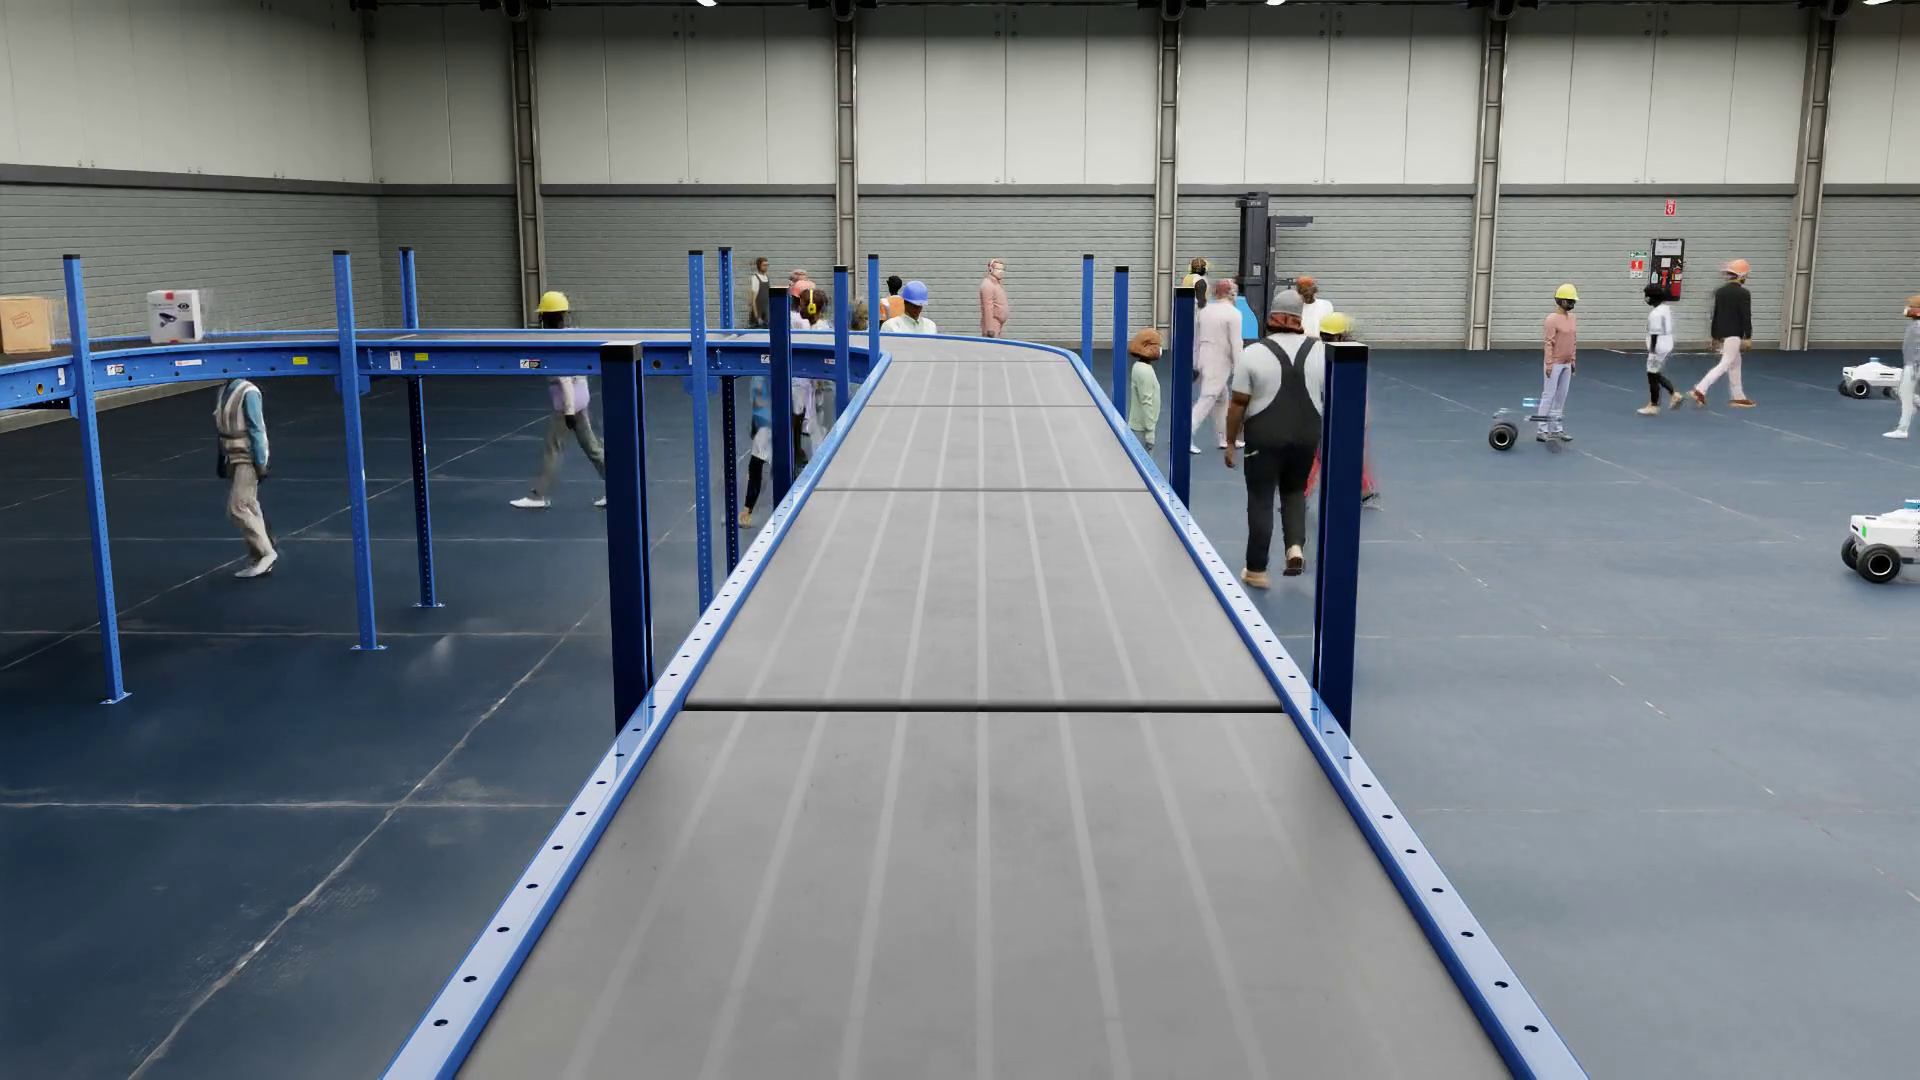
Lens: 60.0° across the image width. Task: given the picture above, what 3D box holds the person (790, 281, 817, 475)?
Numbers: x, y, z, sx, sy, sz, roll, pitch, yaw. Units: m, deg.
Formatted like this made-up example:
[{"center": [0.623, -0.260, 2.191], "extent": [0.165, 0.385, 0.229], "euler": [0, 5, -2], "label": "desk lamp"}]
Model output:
[{"center": [-1.536, -1.580, 16.251], "extent": [0.781, 1.882, 0.576], "euler": [-10, 15, -41], "label": "person"}]

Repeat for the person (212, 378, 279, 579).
[{"center": [-4.972, -0.528, 11.508], "extent": [0.384, 1.624, 0.539], "euler": [-11, 15, -44], "label": "person"}]

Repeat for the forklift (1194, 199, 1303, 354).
[{"center": [5.313, -4.851, 30.603], "extent": [1.873, 2.768, 1.129], "euler": [0, 11, 1], "label": "forklift"}]

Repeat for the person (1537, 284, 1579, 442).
[{"center": [6.730, -1.980, 18.634], "extent": [0.517, 1.757, 0.336], "euler": [-8, 14, -37], "label": "person"}]

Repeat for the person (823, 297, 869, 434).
[{"center": [-0.805, -0.840, 12.359], "extent": [0.558, 1.917, 0.642], "euler": [11, 15, 44], "label": "person"}]

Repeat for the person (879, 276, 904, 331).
[{"center": [-0.905, -2.799, 22.994], "extent": [0.541, 1.695, 0.315], "euler": [-6, 12, -28], "label": "person"}]

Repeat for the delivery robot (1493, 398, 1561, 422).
[{"center": [6.167, -1.424, 18.070], "extent": [0.698, 0.223, 0.335], "euler": [4, 12, 21], "label": "delivery robot"}]

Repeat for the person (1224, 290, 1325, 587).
[{"center": [2.162, -0.686, 11.364], "extent": [0.762, 2.000, 0.538], "euler": [-1, 11, -5], "label": "person"}]

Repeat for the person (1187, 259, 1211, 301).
[{"center": [3.988, -3.738, 27.523], "extent": [0.512, 1.813, 0.612], "euler": [1, 11, 4], "label": "person"}]

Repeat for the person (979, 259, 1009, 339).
[{"center": [0.493, -3.038, 23.698], "extent": [0.401, 1.904, 0.640], "euler": [2, 11, 11], "label": "person"}]

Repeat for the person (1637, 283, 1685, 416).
[{"center": [8.828, -2.392, 20.952], "extent": [0.487, 1.666, 0.595], "euler": [8, 14, 35], "label": "person"}]

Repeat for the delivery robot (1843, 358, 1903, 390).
[{"center": [12.769, -2.304, 23.261], "extent": [0.707, 0.478, 0.477], "euler": [2, 11, 8], "label": "delivery robot"}]

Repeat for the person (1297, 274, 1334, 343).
[{"center": [3.934, -2.074, 18.828], "extent": [0.603, 1.870, 0.525], "euler": [0, 11, 1], "label": "person"}]

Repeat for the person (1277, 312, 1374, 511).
[{"center": [3.195, -1.095, 14.207], "extent": [0.937, 1.712, 0.543], "euler": [-2, 11, -12], "label": "person"}]

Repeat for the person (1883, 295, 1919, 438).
[{"center": [10.903, -1.965, 18.906], "extent": [0.529, 1.622, 0.506], "euler": [4, 12, 20], "label": "person"}]

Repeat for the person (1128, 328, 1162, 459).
[{"center": [1.469, -0.857, 13.173], "extent": [0.286, 1.636, 0.500], "euler": [0, 11, -1], "label": "person"}]

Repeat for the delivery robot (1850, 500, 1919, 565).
[{"center": [6.636, -0.037, 11.615], "extent": [0.707, 0.478, 0.477], "euler": [3, 11, 14], "label": "delivery robot"}]

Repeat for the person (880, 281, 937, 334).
[{"center": [-0.435, -1.339, 14.873], "extent": [0.603, 1.938, 0.401], "euler": [-9, 14, -37], "label": "person"}]

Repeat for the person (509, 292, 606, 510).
[{"center": [-3.364, -1.198, 14.334], "extent": [1.002, 1.874, 0.607], "euler": [0, 11, 1], "label": "person"}]

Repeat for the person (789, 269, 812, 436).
[{"center": [-1.831, -2.126, 18.998], "extent": [0.649, 1.906, 0.403], "euler": [-10, 15, -41], "label": "person"}]

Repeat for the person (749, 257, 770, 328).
[{"center": [-3.603, -4.127, 29.572], "extent": [0.933, 1.810, 0.514], "euler": [7, 13, 33], "label": "person"}]

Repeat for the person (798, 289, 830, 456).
[{"center": [-1.223, -1.394, 15.382], "extent": [0.601, 1.852, 0.528], "euler": [-1, 11, -4], "label": "person"}]

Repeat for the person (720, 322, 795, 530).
[{"center": [-1.632, -0.903, 13.306], "extent": [0.796, 1.658, 0.553], "euler": [-4, 12, -18], "label": "person"}]

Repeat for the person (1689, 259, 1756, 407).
[{"center": [10.106, -2.714, 21.909], "extent": [0.972, 1.966, 0.619], "euler": [-1, 11, -7], "label": "person"}]

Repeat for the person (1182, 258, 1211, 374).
[{"center": [3.805, -3.597, 26.724], "extent": [0.429, 1.842, 0.636], "euler": [-3, 12, -17], "label": "person"}]

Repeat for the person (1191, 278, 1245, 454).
[{"center": [2.696, -1.863, 17.799], "extent": [0.958, 1.867, 0.649], "euler": [-5, 12, -22], "label": "person"}]
